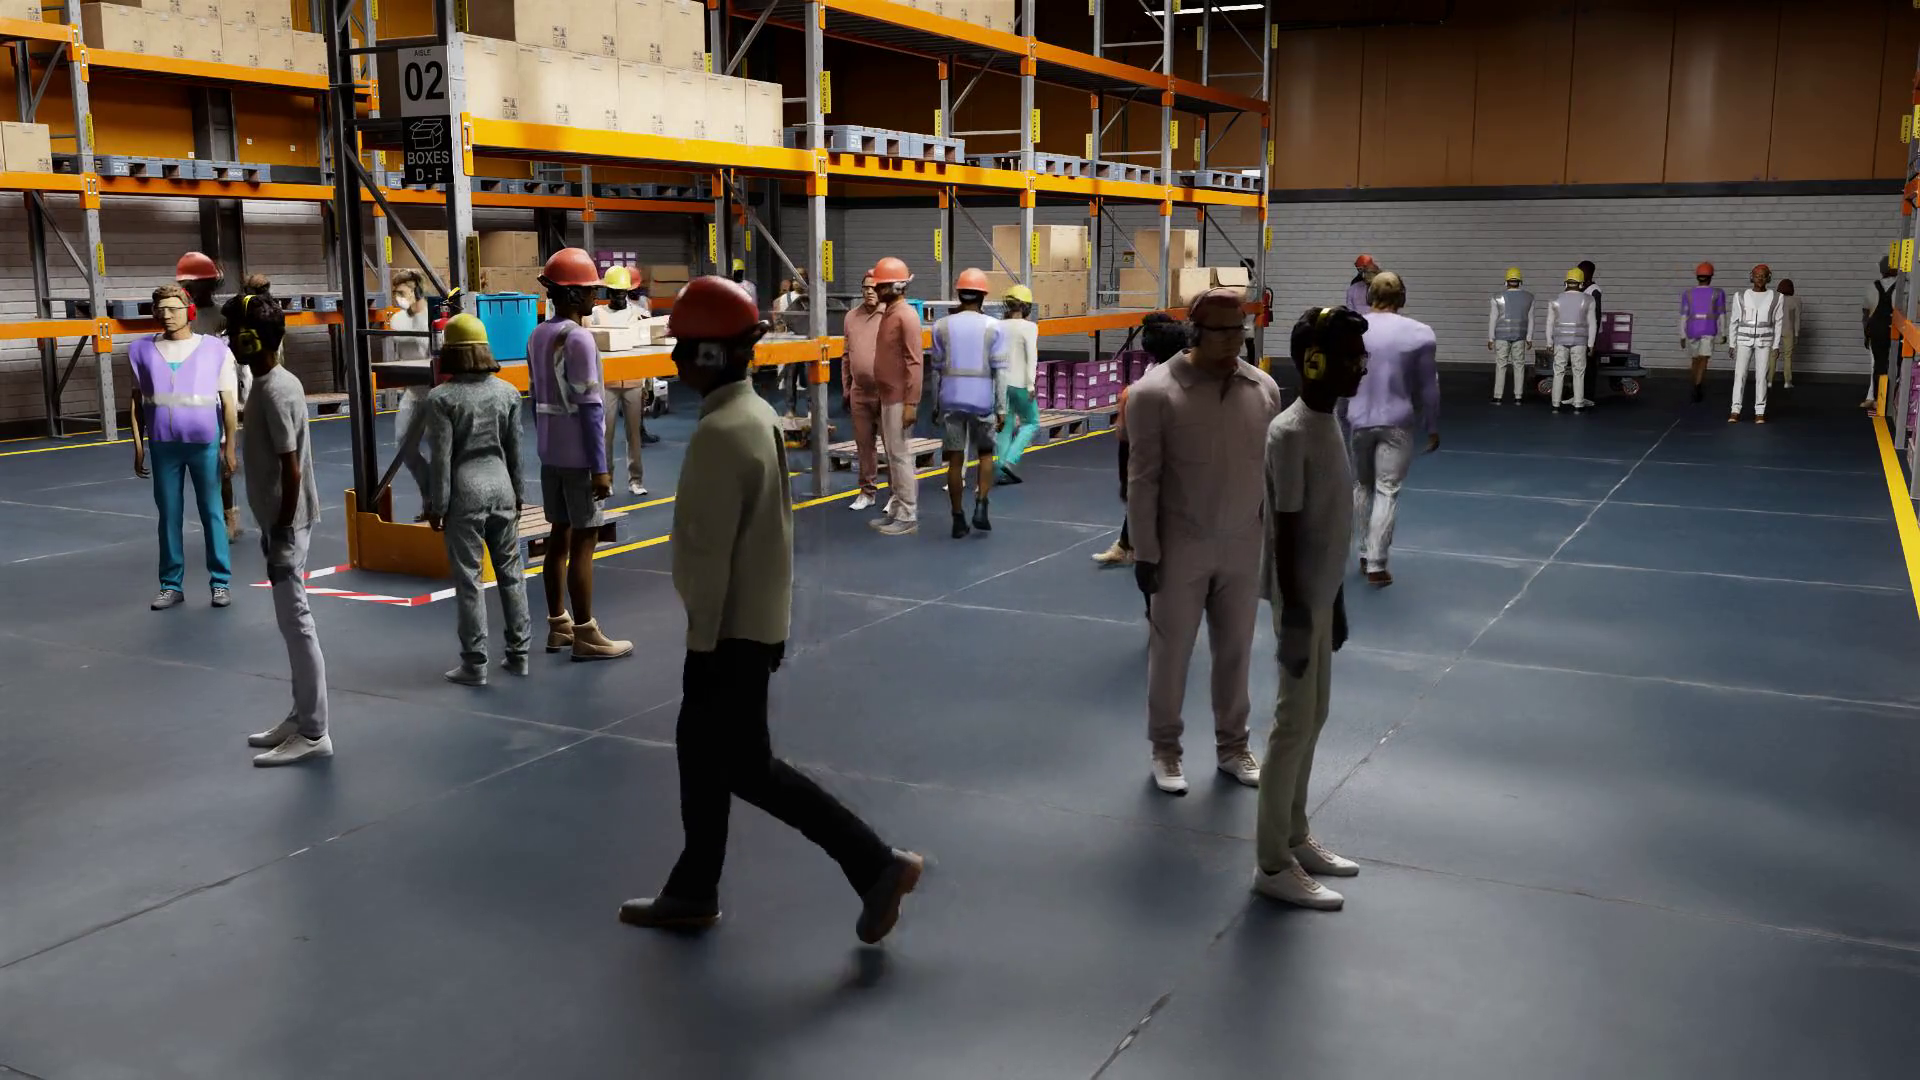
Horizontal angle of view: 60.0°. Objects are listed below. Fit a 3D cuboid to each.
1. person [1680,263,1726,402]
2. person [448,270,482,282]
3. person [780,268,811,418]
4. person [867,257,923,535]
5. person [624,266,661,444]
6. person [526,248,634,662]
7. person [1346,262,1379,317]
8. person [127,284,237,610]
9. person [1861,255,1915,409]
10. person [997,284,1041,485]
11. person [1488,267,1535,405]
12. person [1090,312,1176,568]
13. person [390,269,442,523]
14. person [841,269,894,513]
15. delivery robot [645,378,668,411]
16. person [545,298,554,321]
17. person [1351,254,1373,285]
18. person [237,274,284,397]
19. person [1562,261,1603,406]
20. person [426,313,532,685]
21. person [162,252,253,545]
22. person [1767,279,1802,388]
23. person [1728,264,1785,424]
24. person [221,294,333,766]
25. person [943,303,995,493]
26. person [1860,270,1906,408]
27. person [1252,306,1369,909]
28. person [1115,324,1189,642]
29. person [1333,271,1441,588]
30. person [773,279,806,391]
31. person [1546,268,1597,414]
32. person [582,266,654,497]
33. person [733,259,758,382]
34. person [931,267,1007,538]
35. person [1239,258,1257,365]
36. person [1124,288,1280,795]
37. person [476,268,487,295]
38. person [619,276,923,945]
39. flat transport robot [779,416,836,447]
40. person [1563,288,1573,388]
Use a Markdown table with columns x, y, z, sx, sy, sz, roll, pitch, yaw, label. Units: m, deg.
| x | y | z | sx | sy | sz | roll | pitch | yaw | label |
| --- | --- | --- | --- | --- | --- | --- | --- | --- | --- |
| 10.172 | -2.848 | 22.822 | 0.564 | 1.900 | 0.993 | 7 | 12 | 36 | person |
| -4.578 | -1.594 | 15.401 | 0.375 | 1.939 | 0.546 | -9 | 13 | -42 | person |
| -1.921 | -2.363 | 20.127 | 0.525 | 1.842 | 0.336 | 0 | 10 | -2 | person |
| -0.466 | -1.034 | 11.999 | 0.399 | 1.991 | 0.627 | -3 | 10 | -19 | person |
| -3.340 | -1.891 | 17.282 | 0.468 | 1.885 | 0.739 | 5 | 11 | 27 | person |
| -1.911 | -0.418 | 8.292 | 0.374 | 2.044 | 0.605 | -8 | 13 | -39 | person |
| 5.613 | -2.874 | 22.920 | 0.667 | 1.895 | 0.426 | 4 | 11 | 23 | person |
| -4.423 | -0.530 | 9.507 | 0.564 | 1.846 | 0.389 | -2 | 10 | -12 | person |
| 12.112 | -2.716 | 21.597 | 0.540 | 2.000 | 0.764 | -8 | 13 | -38 | person |
| 0.491 | -1.342 | 14.468 | 0.423 | 1.743 | 0.564 | -10 | 14 | -44 | person |
| 7.328 | -2.707 | 22.149 | 0.600 | 1.831 | 0.404 | 1 | 10 | 4 | person |
| 1.311 | -0.621 | 10.598 | 0.863 | 1.651 | 0.539 | -3 | 10 | -17 | person |
| -3.915 | -1.025 | 12.206 | 0.634 | 1.910 | 0.476 | 5 | 11 | 28 | person |
| -0.658 | -1.154 | 12.988 | 0.642 | 1.902 | 0.400 | 6 | 11 | 29 | person |
| -3.883 | -1.845 | 20.580 | 0.477 | 0.478 | 0.707 | 2 | 10 | 11 | delivery robot |
| -4.793 | -2.403 | 20.046 | 0.380 | 1.951 | 0.605 | -3 | 10 | -18 | person |
| 6.261 | -3.443 | 25.942 | 0.382 | 1.995 | 0.612 | 5 | 11 | 27 | person |
| -6.514 | -1.549 | 15.471 | 0.431 | 1.834 | 0.634 | 2 | 10 | 11 | person |
| 8.296 | -2.733 | 22.052 | 0.375 | 1.917 | 0.598 | 0 | 10 | -2 | person |
| -2.285 | -0.191 | 7.847 | 0.325 | 1.740 | 0.492 | 9 | 13 | 42 | person |
| -5.226 | -0.955 | 11.462 | 0.617 | 2.022 | 0.623 | 2 | 10 | 13 | person |
| 12.328 | -3.091 | 24.942 | 0.499 | 1.634 | 0.285 | 7 | 12 | 36 | person |
| 9.451 | -2.324 | 19.783 | 0.577 | 1.884 | 0.353 | 5 | 11 | 26 | person |
| -2.714 | -0.036 | 6.602 | 0.335 | 1.864 | 0.521 | -4 | 11 | -22 | person |
| 0.094 | -1.217 | 14.085 | 0.513 | 1.640 | 0.309 | 6 | 11 | 30 | person |
| 12.073 | -2.619 | 21.607 | 0.429 | 1.846 | 0.625 | -7 | 12 | -36 | person |
| 1.102 | 0.207 | 5.200 | 0.324 | 1.862 | 0.500 | 5 | 11 | 25 | person |
| 1.093 | -0.314 | 8.798 | 0.545 | 1.641 | 0.886 | 2 | 10 | 10 | person |
| 2.627 | -0.689 | 10.255 | 0.647 | 1.909 | 0.841 | 6 | 11 | 30 | person |
| -2.516 | -3.003 | 24.415 | 0.512 | 1.642 | 0.312 | 6 | 11 | 31 | person |
| 7.690 | -2.497 | 20.931 | 0.596 | 1.831 | 0.403 | 6 | 11 | 29 | person |
| -2.819 | -1.310 | 13.827 | 0.589 | 1.918 | 0.402 | -4 | 11 | -23 | person |
| -3.433 | -3.399 | 25.880 | 0.594 | 1.925 | 0.369 | 5 | 11 | 25 | person |
| 0.057 | -0.975 | 11.864 | 0.563 | 1.916 | 0.455 | 1 | 10 | 6 | person |
| 4.616 | -3.532 | 26.626 | 0.459 | 1.941 | 0.622 | -5 | 11 | -25 | person |
| 0.933 | 0.010 | 6.251 | 0.647 | 1.897 | 0.399 | -4 | 10 | -20 | person |
| -6.140 | -2.475 | 20.729 | 0.535 | 1.853 | 0.595 | -5 | 11 | -27 | person |
| -0.567 | 0.231 | 4.793 | 0.873 | 1.971 | 0.617 | 1 | 10 | 3 | person |
| -1.825 | -1.159 | 17.700 | 0.652 | 0.197 | 1.431 | 2 | 10 | 11 | flat transport robot |
| 9.216 | -3.110 | 25.058 | 0.266 | 1.631 | 0.507 | -4 | 11 | -23 | person |
